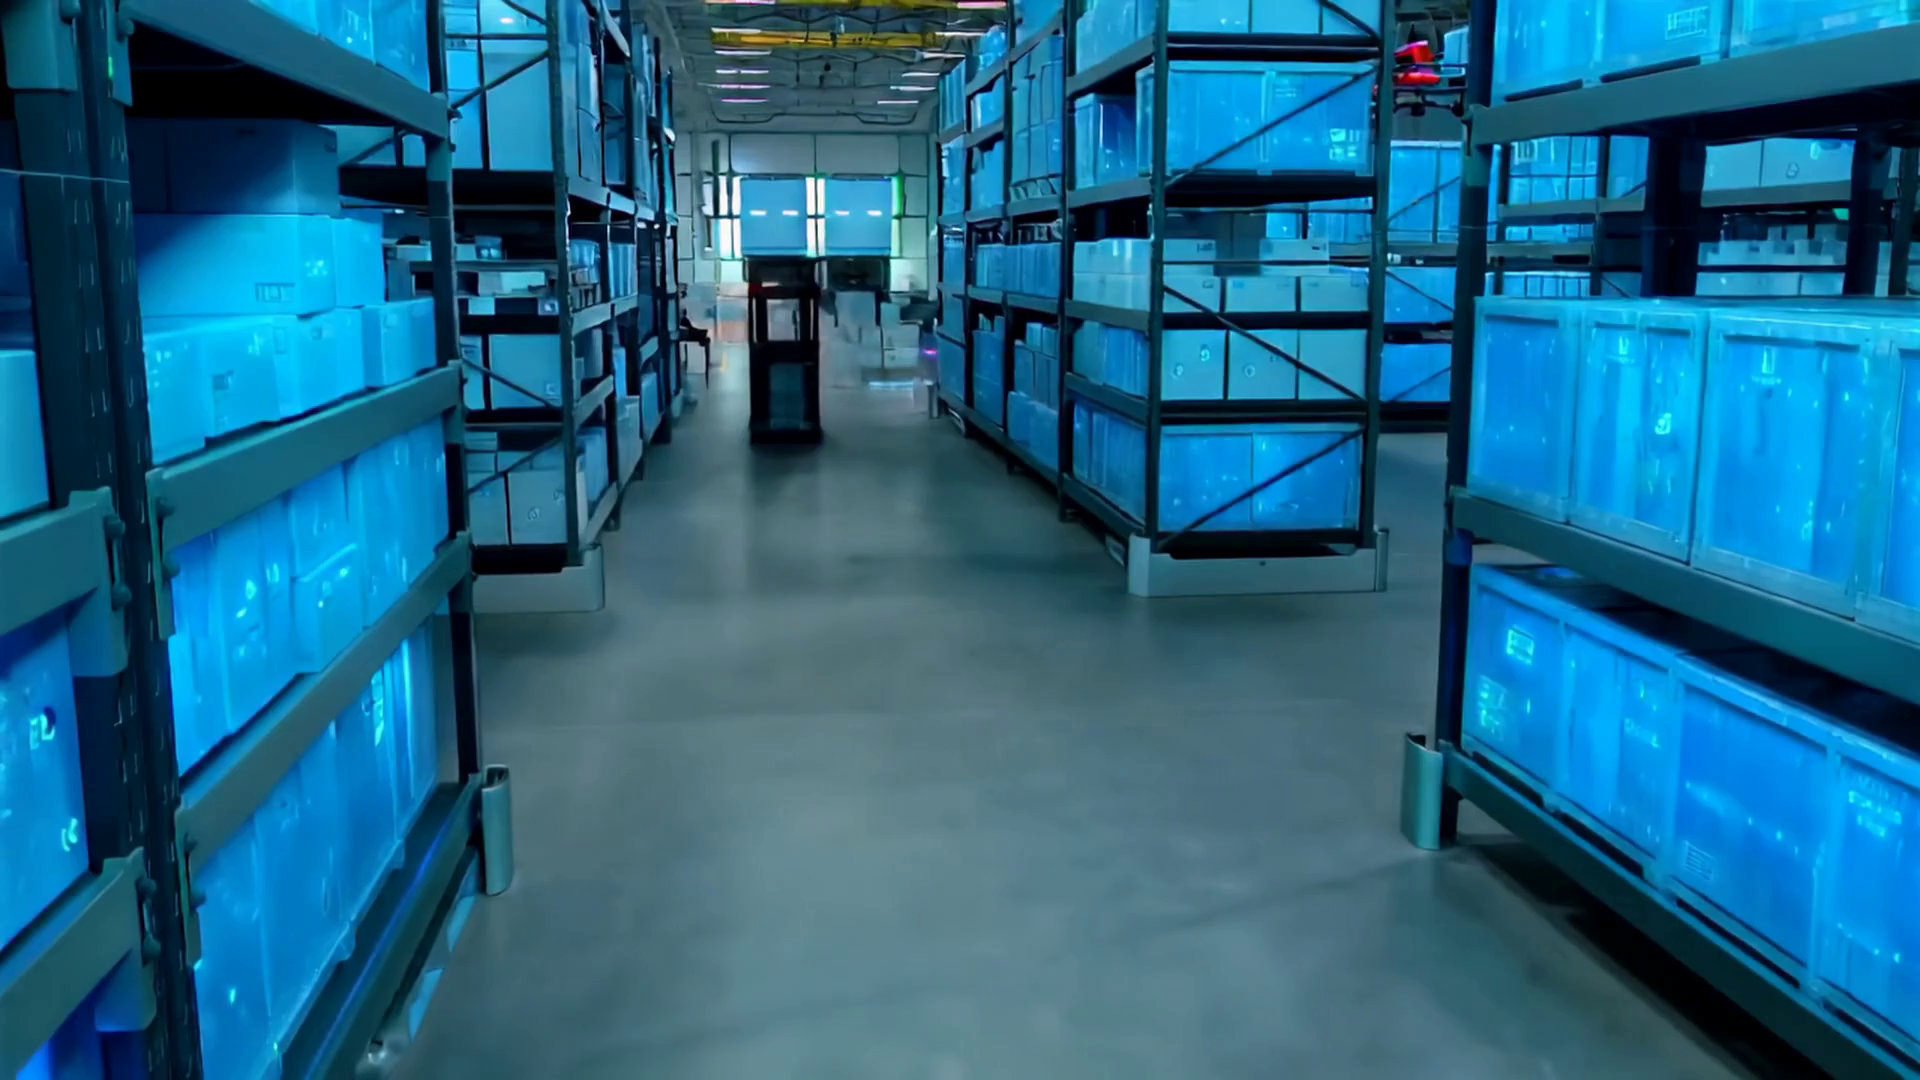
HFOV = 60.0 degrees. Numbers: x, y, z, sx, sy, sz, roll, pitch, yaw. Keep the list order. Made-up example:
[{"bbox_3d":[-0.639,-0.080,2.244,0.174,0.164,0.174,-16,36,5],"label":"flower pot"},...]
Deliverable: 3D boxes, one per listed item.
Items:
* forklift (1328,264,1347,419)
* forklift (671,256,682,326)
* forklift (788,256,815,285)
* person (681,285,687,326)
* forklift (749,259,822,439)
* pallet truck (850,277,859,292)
[{"bbox_3d":[4.657,-2.528,23.284,1.129,2.768,1.873,-1,10,-7],"label":"forklift"},{"bbox_3d":[-11.330,-9.537,64.090,1.129,2.768,1.873,-1,10,-7],"label":"forklift"},{"bbox_3d":[-5.632,-8.715,59.305,1.129,2.768,1.873,-7,12,-35],"label":"forklift"},{"bbox_3d":[-9.070,-7.540,55.384,1.035,1.886,0.550,-6,11,-29],"label":"person"},{"bbox_3d":[-2.817,-3.088,26.545,1.129,2.768,1.873,-1,10,-7],"label":"forklift"},{"bbox_3d":[-3.782,-9.391,65.808,1.885,1.965,0.823,2,10,10],"label":"pallet truck"}]
